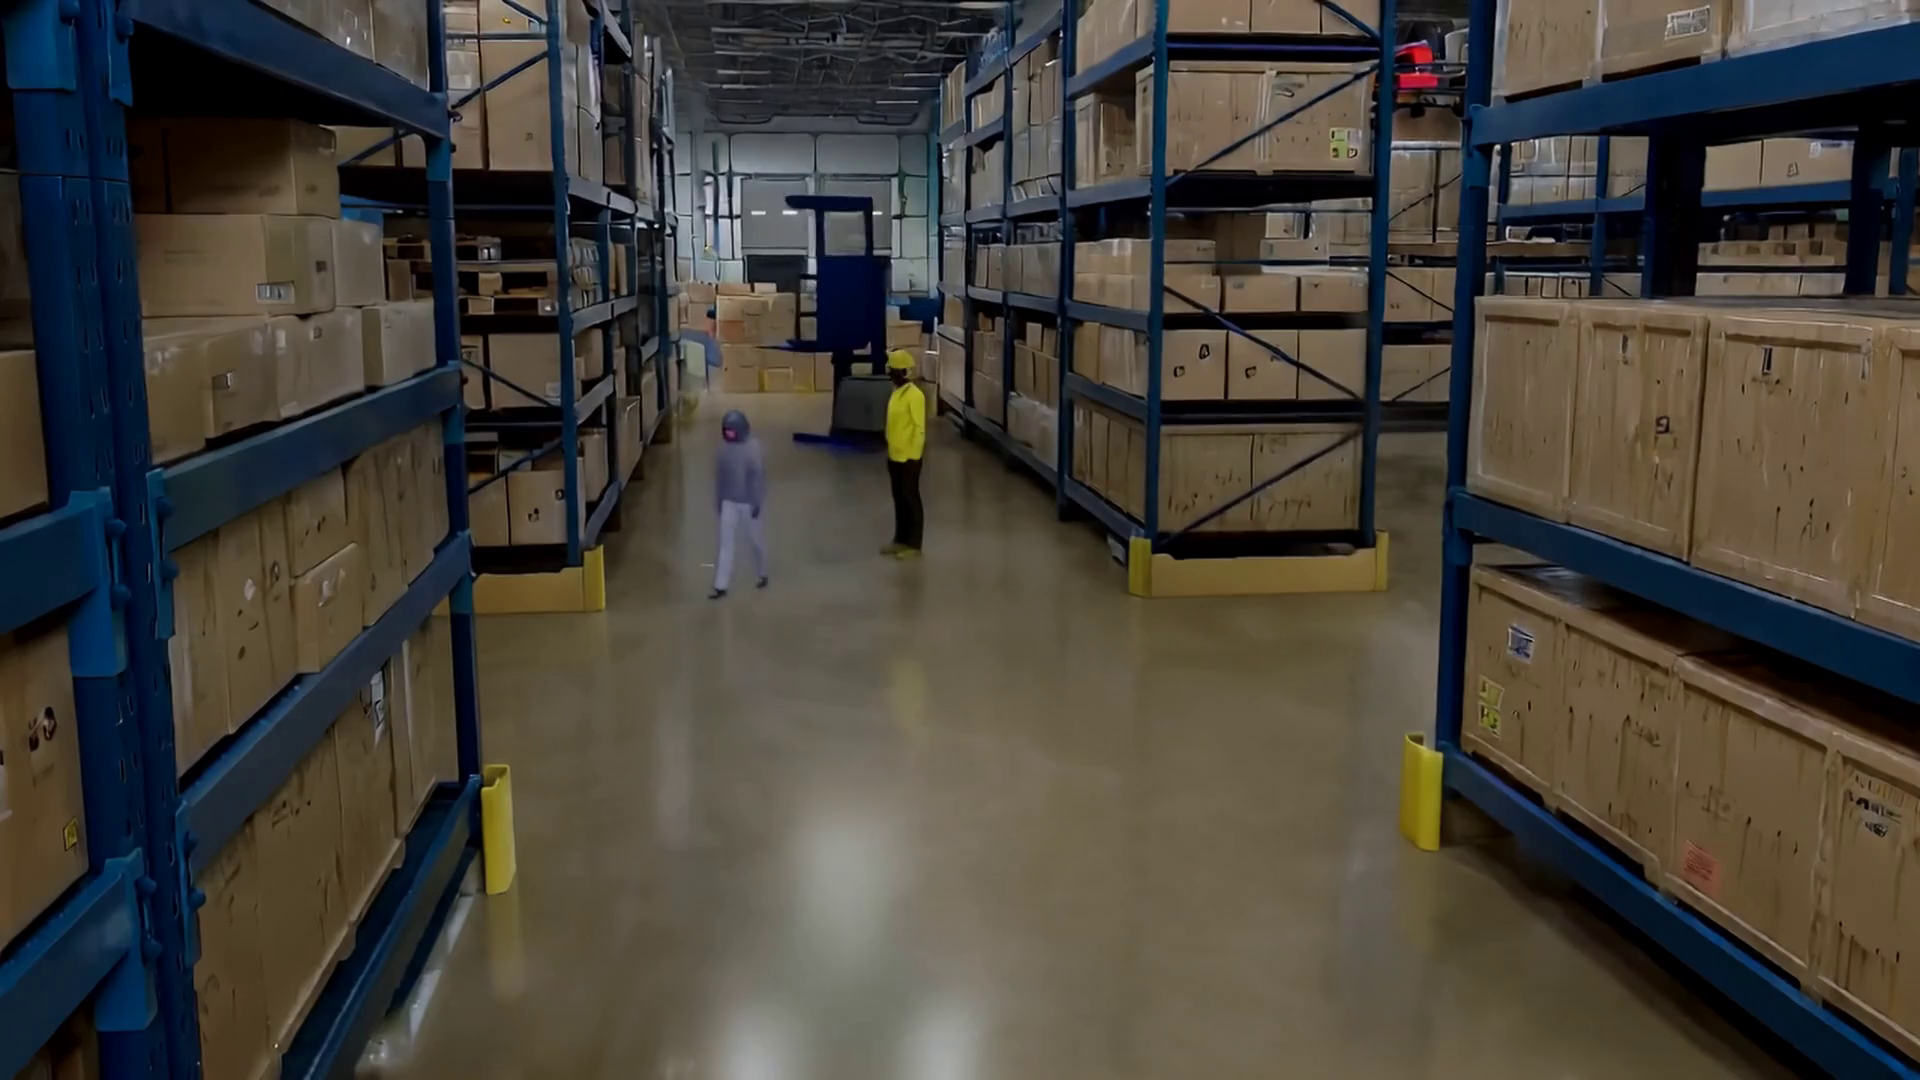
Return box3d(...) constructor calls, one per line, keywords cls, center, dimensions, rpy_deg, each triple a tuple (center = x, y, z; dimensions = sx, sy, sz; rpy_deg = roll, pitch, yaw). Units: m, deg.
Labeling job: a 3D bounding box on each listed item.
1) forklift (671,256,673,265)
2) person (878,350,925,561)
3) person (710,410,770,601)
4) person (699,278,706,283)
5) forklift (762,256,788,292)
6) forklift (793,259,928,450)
box3d(cls="forklift", center=(-10.985, -9.066, 61.343), dimensions=(1.129, 2.768, 1.873), rpy_deg=(-1, 10, -7))
box3d(cls="person", center=(-0.536, -0.807, 15.830), dimensions=(0.374, 1.997, 0.613), rpy_deg=(-5, 11, -27))
box3d(cls="person", center=(-1.860, -0.317, 14.171), dimensions=(0.501, 1.591, 0.839), rpy_deg=(3, 10, 17))
box3d(cls="person", center=(-10.675, -9.898, 68.961), dimensions=(0.381, 1.929, 0.543), rpy_deg=(8, 13, 40))
box3d(cls="forklift", center=(-6.675, -8.875, 60.234), dimensions=(1.129, 2.768, 1.873), rpy_deg=(0, 10, -3))
box3d(cls="forklift", center=(-1.489, -2.827, 25.025), dimensions=(1.873, 2.768, 1.129), rpy_deg=(9, 13, 41))
